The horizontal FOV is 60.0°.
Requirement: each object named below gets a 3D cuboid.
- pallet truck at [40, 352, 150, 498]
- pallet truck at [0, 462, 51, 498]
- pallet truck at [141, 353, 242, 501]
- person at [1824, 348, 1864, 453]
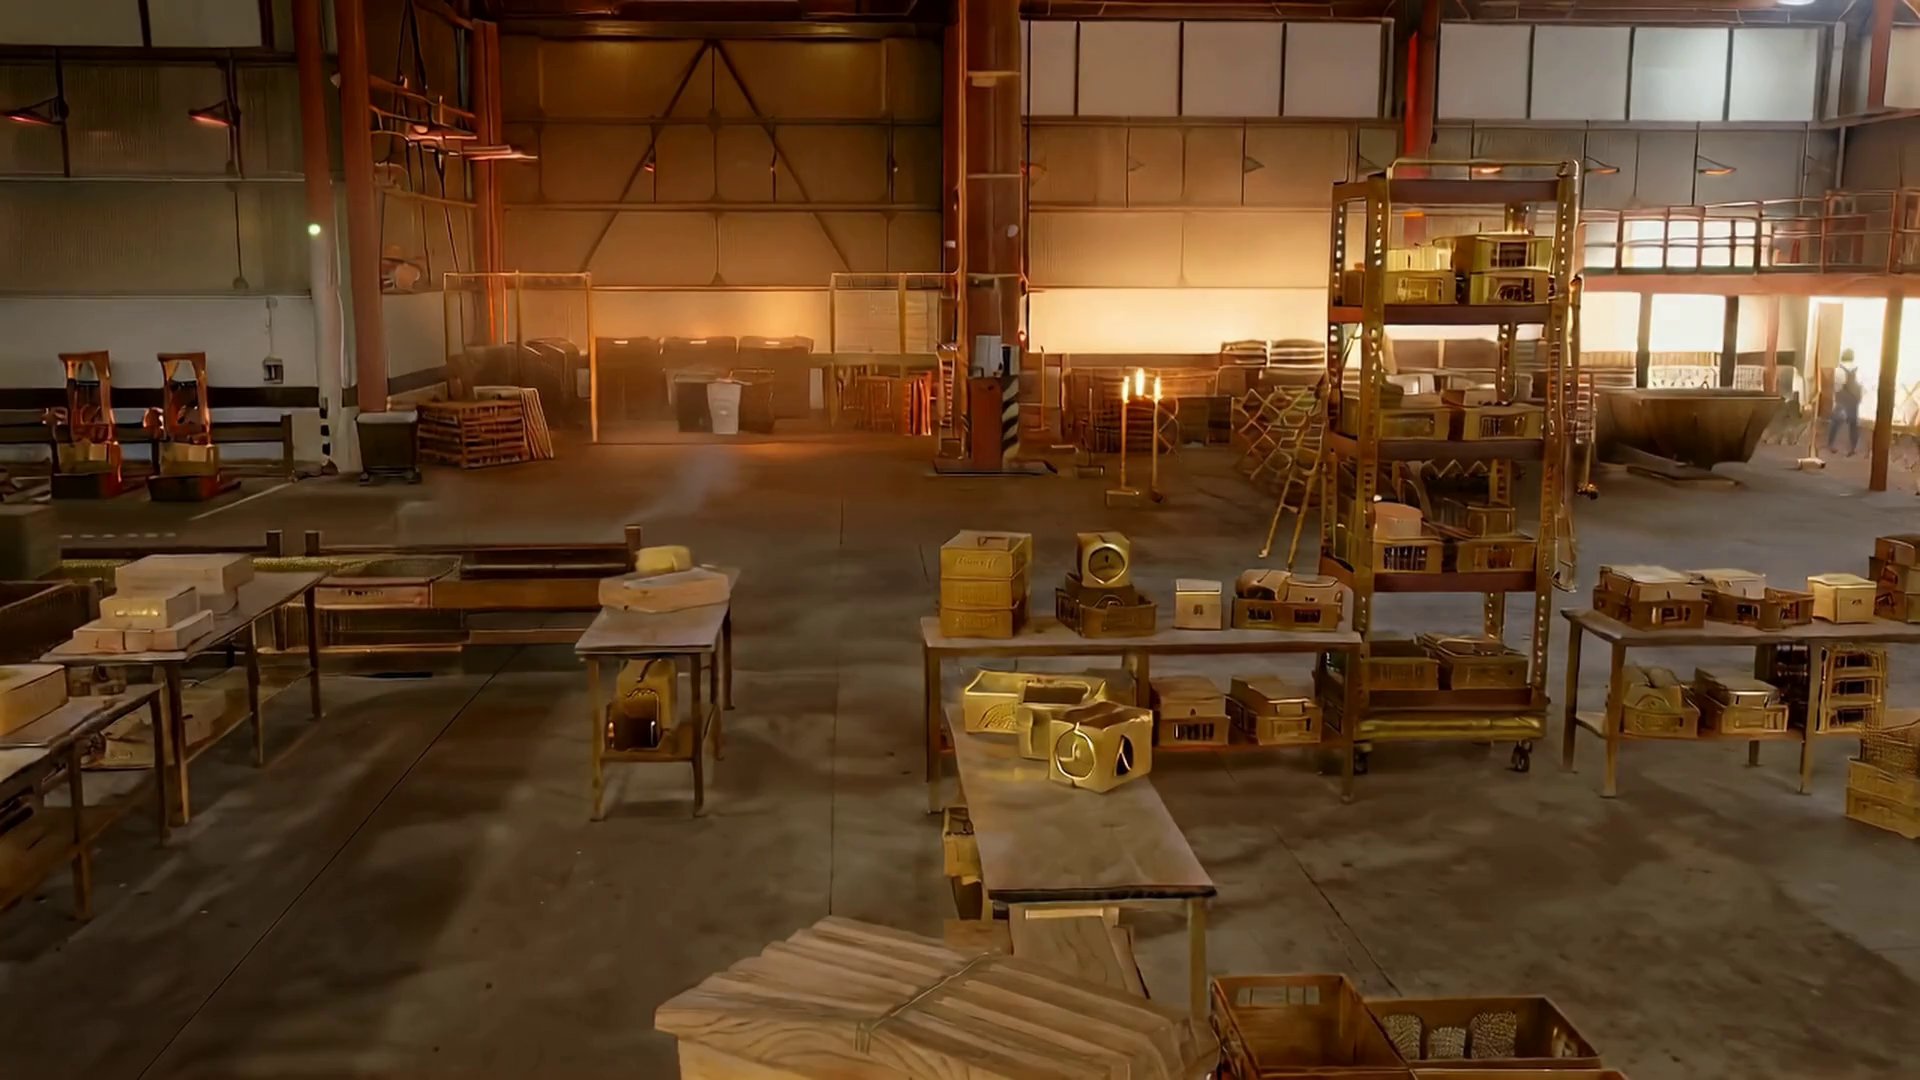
[{"bbox_3d":[-11.907,-1.642,23.165,0.823,1.965,1.885,0,9,0],"label":"pallet truck"},{"bbox_3d":[-13.193,-1.293,23.148,0.653,1.274,1.630,-1,9,-4],"label":"pallet truck"},{"bbox_3d":[-10.520,-1.604,22.925,0.823,1.965,1.885,-1,9,-6],"label":"pallet truck"},{"bbox_3d":[15.206,-2.392,28.526,0.534,1.798,0.980,1,9,8],"label":"person"}]
